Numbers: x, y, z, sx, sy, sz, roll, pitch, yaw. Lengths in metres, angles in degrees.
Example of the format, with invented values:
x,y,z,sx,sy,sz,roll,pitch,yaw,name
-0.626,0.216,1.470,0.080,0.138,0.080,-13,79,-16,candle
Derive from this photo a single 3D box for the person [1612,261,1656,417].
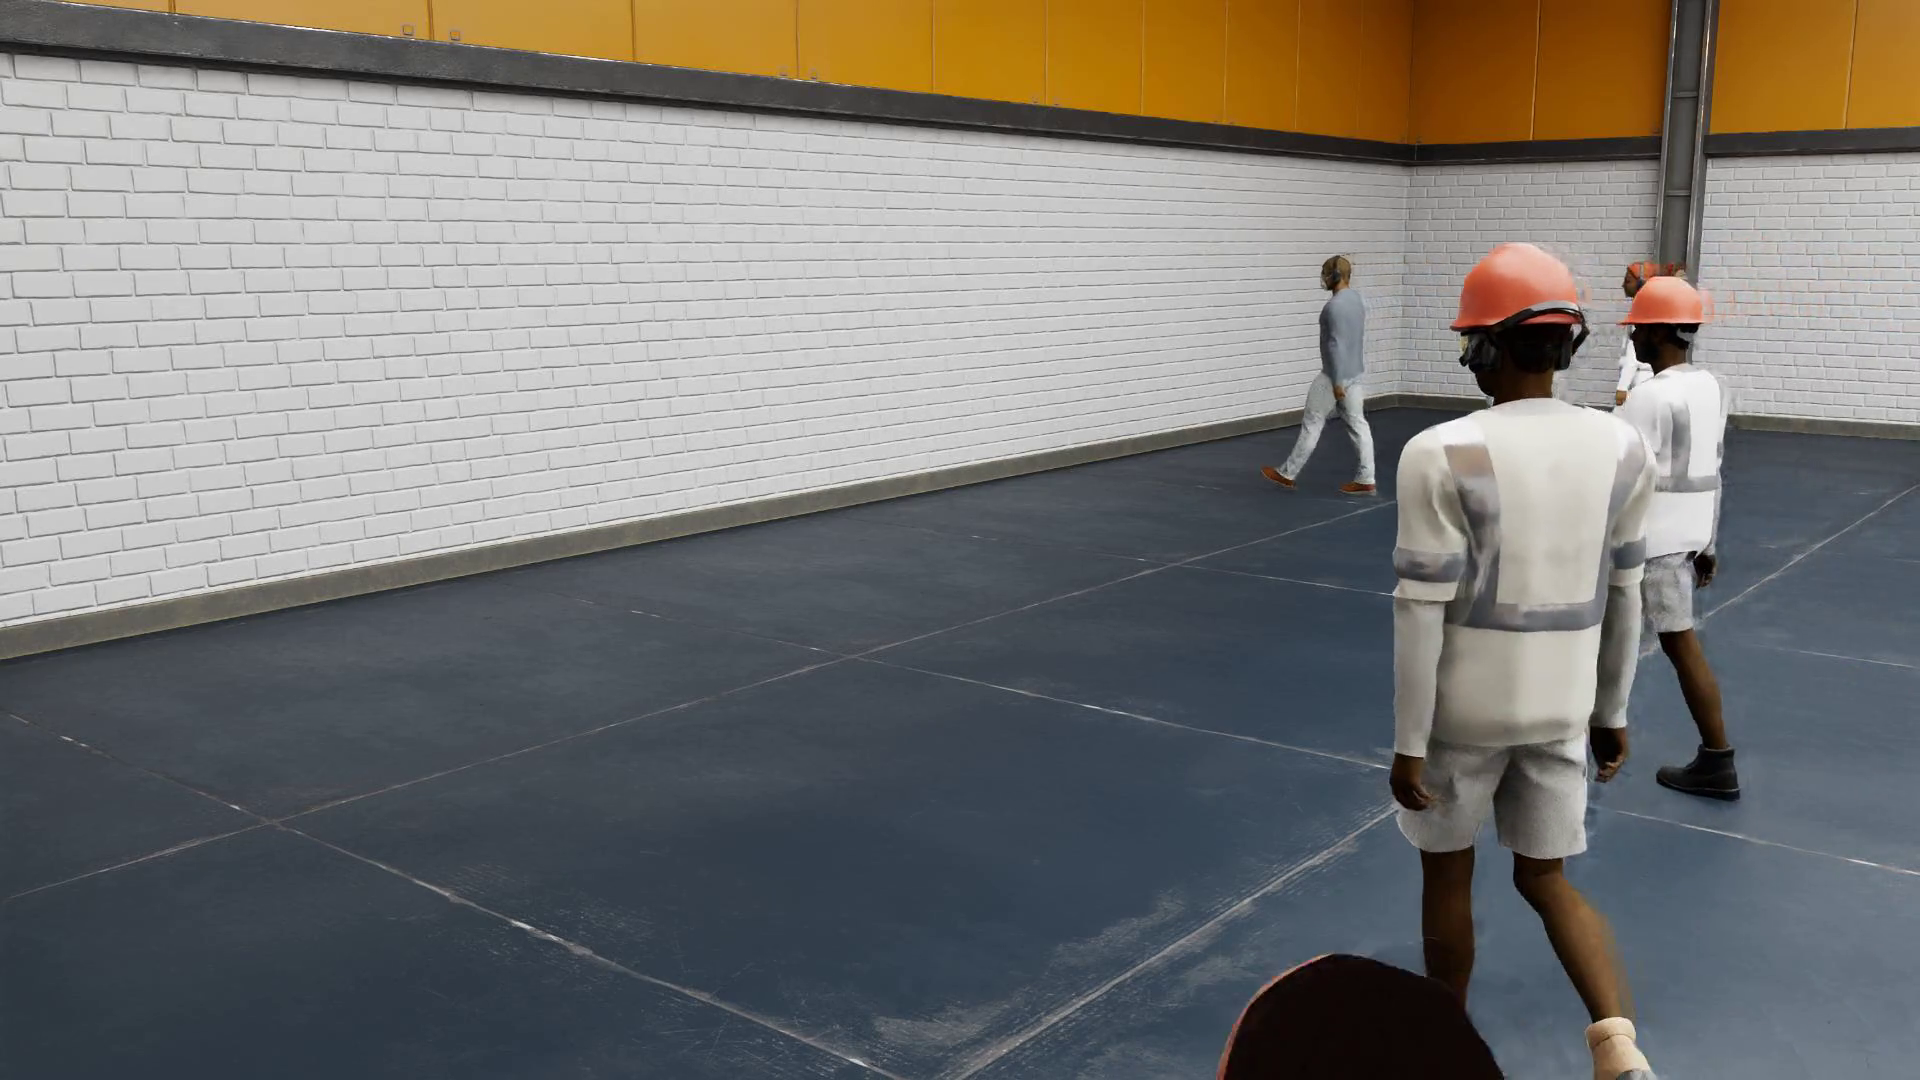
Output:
x,y,z,sx,sy,sz,roll,pitch,yaw,name
5.173,-1.236,13.001,0.851,1.849,0.610,5,11,25,person

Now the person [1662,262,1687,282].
x,y,z,sx,sy,sz,roll,pitch,yaw,name
7.061,-1.871,16.676,0.563,1.800,0.987,-10,14,-44,person

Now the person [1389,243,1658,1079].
x,y,z,sx,sy,sz,roll,pitch,yaw,name
1.236,0.371,3.638,0.618,2.020,0.803,-2,10,-13,person

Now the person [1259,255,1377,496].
x,y,z,sx,sy,sz,roll,pitch,yaw,name
2.913,-1.306,13.270,0.965,1.894,0.645,7,12,35,person

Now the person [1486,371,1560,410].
x,y,z,sx,sy,sz,roll,pitch,yaw,name
2.758,-0.337,8.322,0.493,1.743,0.295,-7,12,-32,person

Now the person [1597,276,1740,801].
x,y,z,sx,sy,sz,roll,pitch,yaw,name
2.529,-0.025,6.195,0.565,1.882,0.975,-10,14,-43,person
